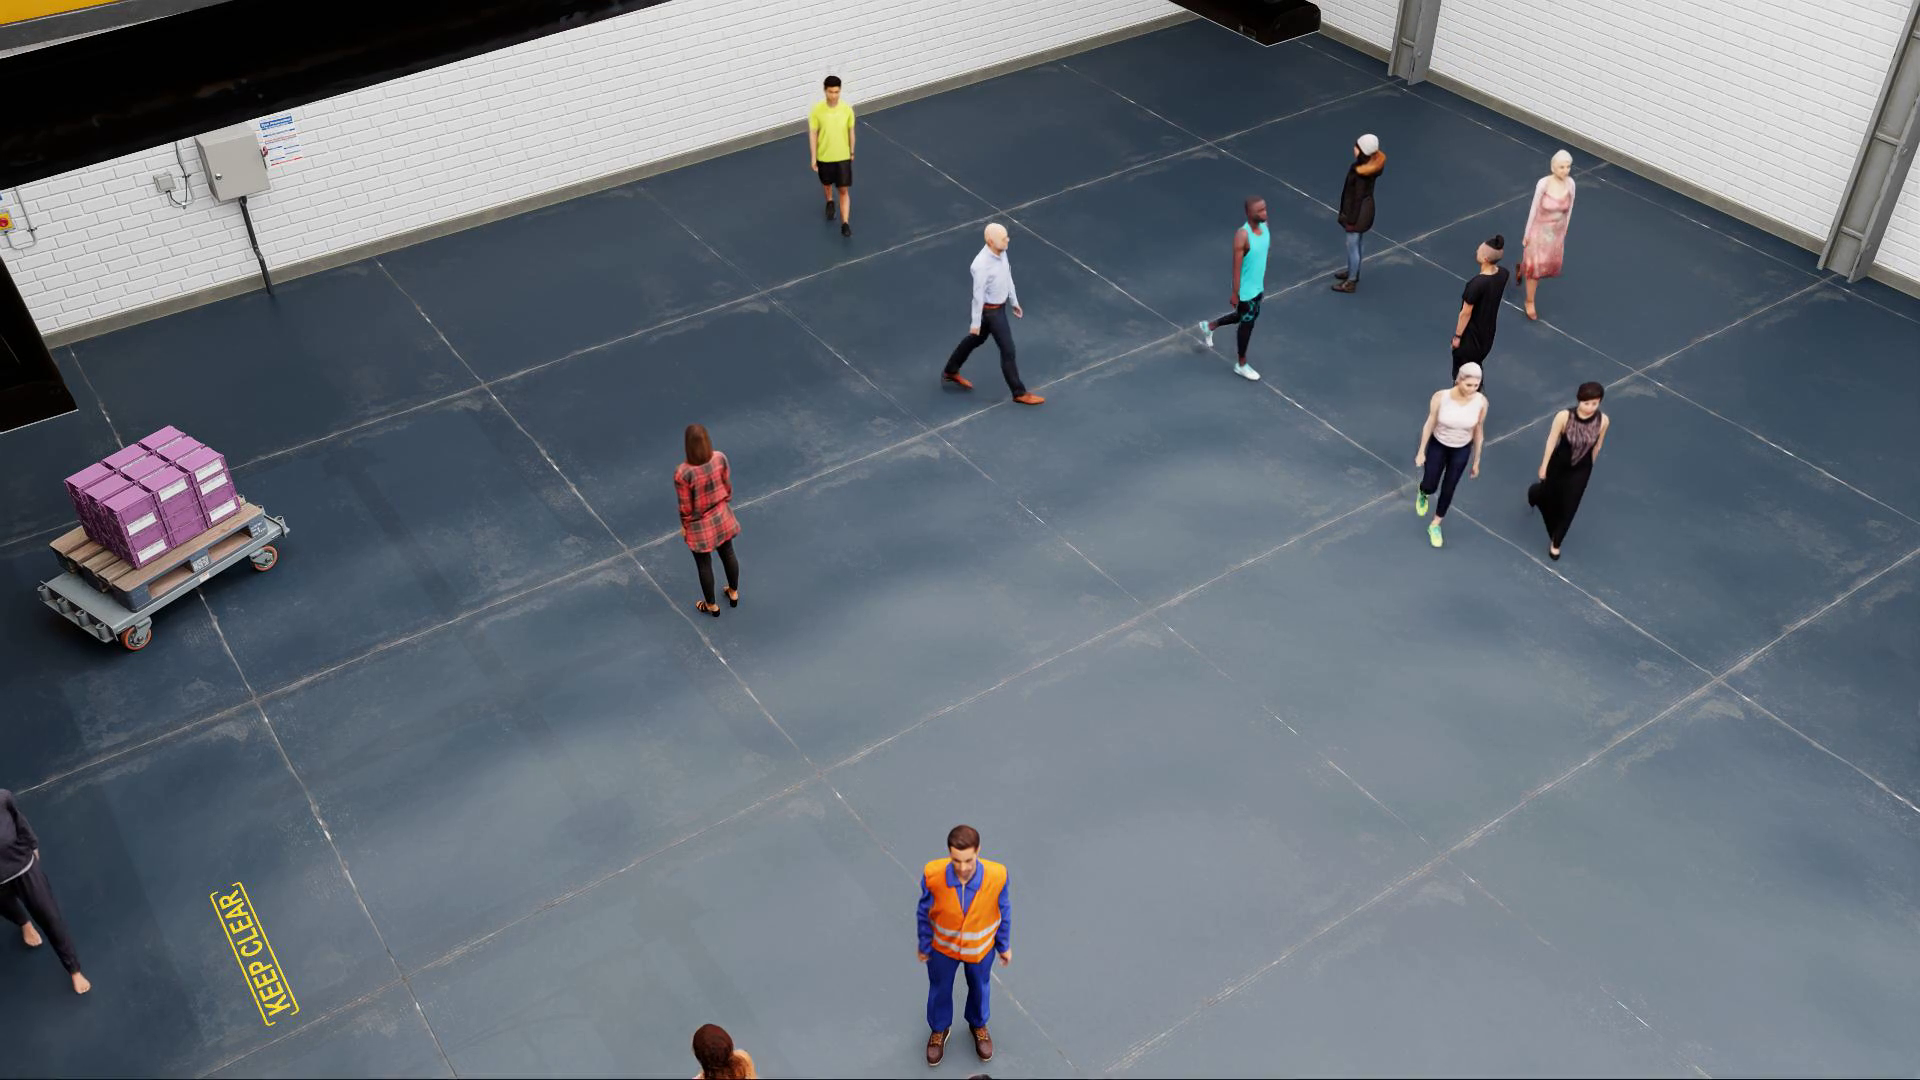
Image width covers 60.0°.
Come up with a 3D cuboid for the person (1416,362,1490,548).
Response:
[{"bbox_3d":[3.866,-0.750,13.216,0.861,1.689,0.926,3,39,4],"label":"person"}]

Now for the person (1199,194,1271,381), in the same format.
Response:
[{"bbox_3d":[2.538,-2.337,15.118,1.037,1.794,0.807,26,45,28],"label":"person"}]

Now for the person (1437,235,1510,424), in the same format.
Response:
[{"bbox_3d":[4.468,-1.809,14.402,0.700,1.864,0.615,-30,47,-32],"label":"person"}]

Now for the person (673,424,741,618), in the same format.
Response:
[{"bbox_3d":[-1.894,-0.152,12.457,0.616,1.702,0.558,-27,46,-30],"label":"person"}]

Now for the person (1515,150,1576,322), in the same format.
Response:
[{"bbox_3d":[5.601,-2.980,16.020,0.819,1.674,0.989,-6,39,-7],"label":"person"}]

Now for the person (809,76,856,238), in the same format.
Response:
[{"bbox_3d":[-1.349,-4.061,17.383,0.989,1.663,1.195,-3,39,-4],"label":"person"}]

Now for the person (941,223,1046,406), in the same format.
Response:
[{"bbox_3d":[0.202,-2.025,14.763,1.293,1.750,1.133,12,40,14],"label":"person"}]

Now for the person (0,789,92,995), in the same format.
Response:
[{"bbox_3d":[-5.709,1.922,9.875,0.671,1.682,1.111,-28,46,-30],"label":"person"}]

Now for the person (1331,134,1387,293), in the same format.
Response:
[{"bbox_3d":[3.921,-3.222,16.356,0.769,1.633,0.730,12,40,15],"label":"person"}]

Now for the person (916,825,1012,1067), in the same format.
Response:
[{"bbox_3d":[0.014,2.252,9.317,0.787,1.863,0.799,-2,39,-2],"label":"person"}]

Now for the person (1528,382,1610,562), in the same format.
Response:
[{"bbox_3d":[4.798,-0.624,13.144,0.917,1.581,0.995,5,39,6],"label":"person"}]

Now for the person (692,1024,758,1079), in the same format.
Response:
[{"bbox_3d":[-1.112,3.096,8.323,1.156,1.785,0.778,30,47,32],"label":"person"}]
